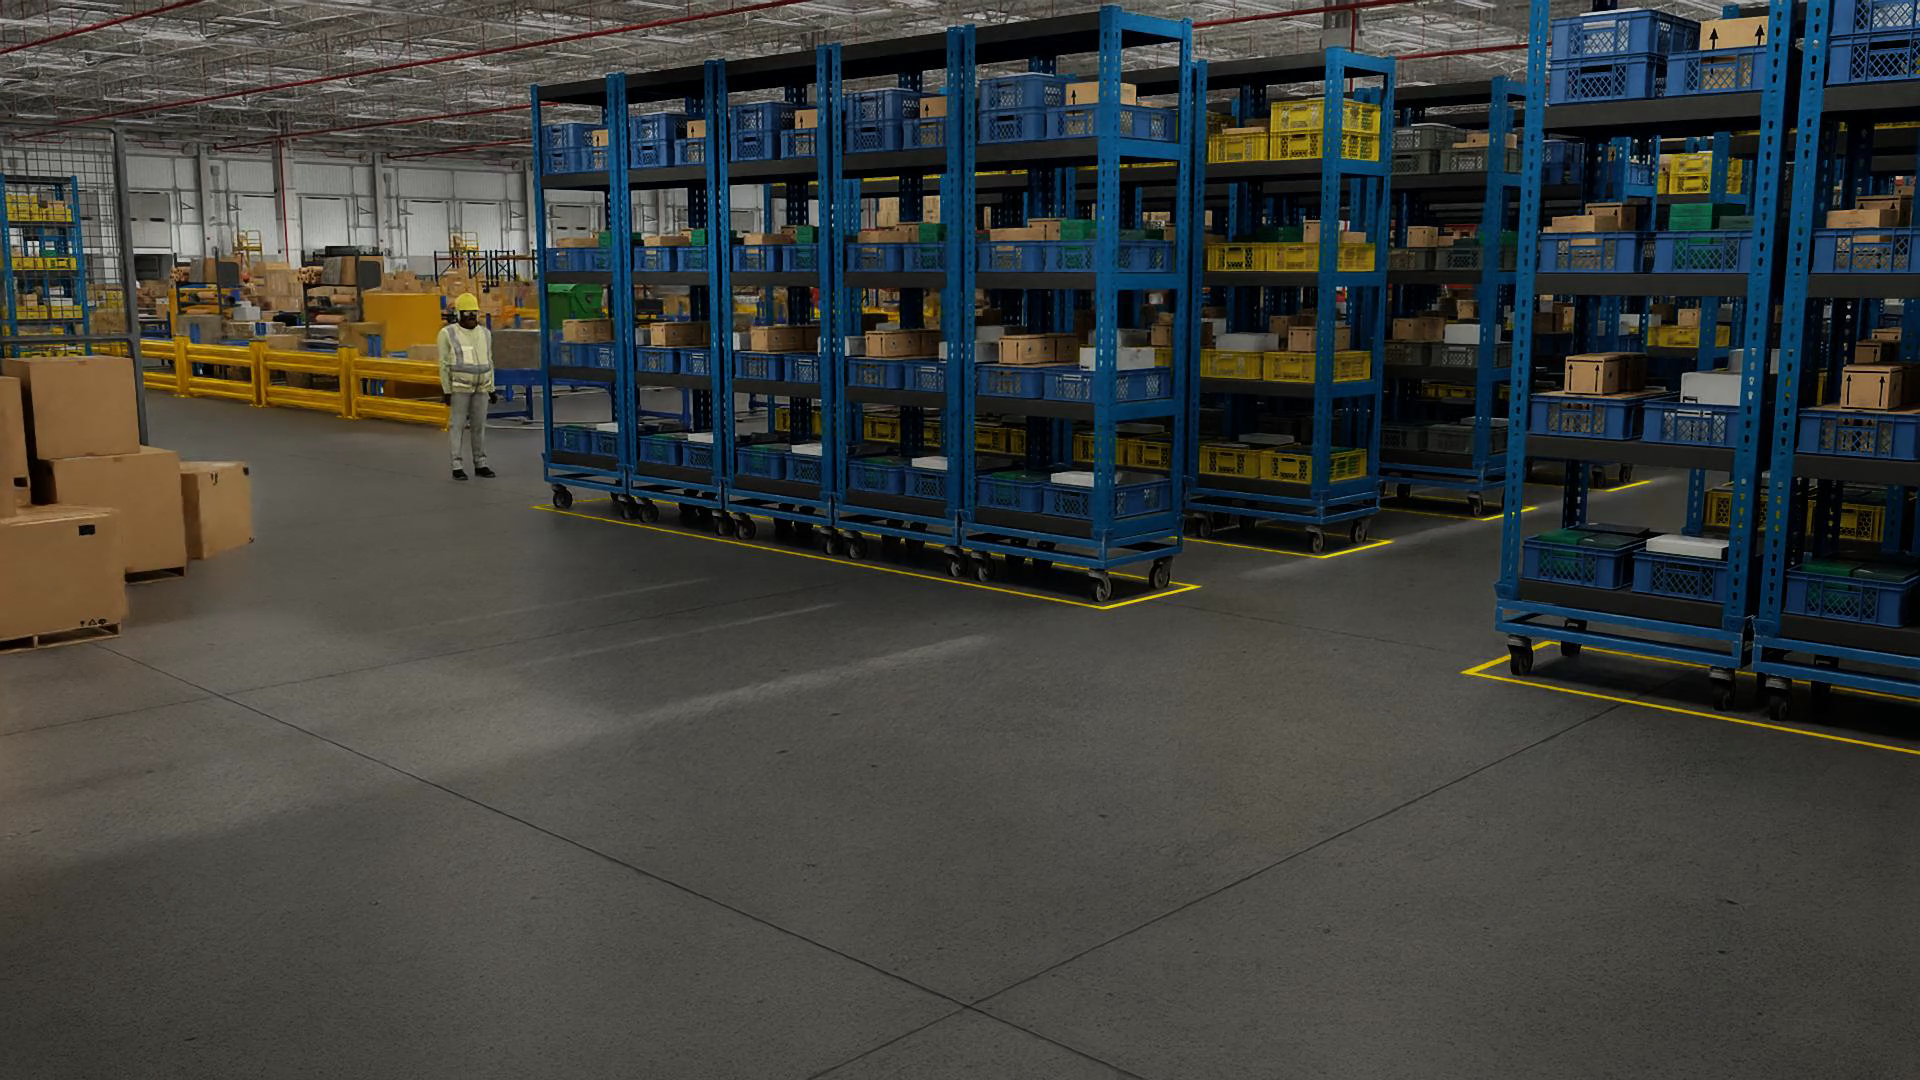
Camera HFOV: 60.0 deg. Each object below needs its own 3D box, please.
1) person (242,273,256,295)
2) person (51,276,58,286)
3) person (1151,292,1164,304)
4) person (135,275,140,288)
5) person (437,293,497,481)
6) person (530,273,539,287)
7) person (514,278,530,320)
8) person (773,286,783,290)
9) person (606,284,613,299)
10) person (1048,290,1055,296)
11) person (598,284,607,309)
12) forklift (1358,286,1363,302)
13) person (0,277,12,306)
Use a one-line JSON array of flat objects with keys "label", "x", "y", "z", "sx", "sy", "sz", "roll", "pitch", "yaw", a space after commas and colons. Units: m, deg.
[{"label": "person", "x": -25.850, "y": -8.730, "z": 60.432, "sx": 0.564, "sy": 1.918, "sz": 0.472, "roll": 5, "pitch": 11, "yaw": 29}, {"label": "person", "x": -40.083, "y": -10.890, "z": 73.901, "sx": 0.429, "sy": 1.839, "sz": 0.634, "roll": 9, "pitch": 13, "yaw": 43}, {"label": "person", "x": 6.278, "y": -7.352, "z": 52.384, "sx": 0.969, "sy": 1.778, "sz": 0.593, "roll": 7, "pitch": 12, "yaw": 37}, {"label": "person", "x": -32.685, "y": -9.619, "z": 65.841, "sx": 0.543, "sy": 1.927, "sz": 0.383, "roll": 7, "pitch": 11, "yaw": 35}, {"label": "person", "x": -4.831, "y": -1.507, "z": 16.385, "sx": 0.403, "sy": 1.835, "sz": 0.586, "roll": 9, "pitch": 13, "yaw": 43}, {"label": "person", "x": -20.761, "y": -12.128, "z": 81.425, "sx": 0.915, "sy": 1.857, "sz": 0.552, "roll": 7, "pitch": 12, "yaw": 37}, {"label": "person", "x": -15.732, "y": -8.557, "z": 59.897, "sx": 0.703, "sy": 1.731, "sz": 0.532, "roll": -6, "pitch": 11, "yaw": -30}, {"label": "person", "x": -7.441, "y": -9.974, "z": 68.043, "sx": 0.647, "sy": 1.928, "sz": 0.666, "roll": 3, "pitch": 10, "yaw": 16}, {"label": "person", "x": -13.888, "y": -9.606, "z": 66.093, "sx": 0.542, "sy": 1.820, "sz": 0.966, "roll": 5, "pitch": 11, "yaw": 28}, {"label": "person", "x": 3.118, "y": -7.864, "z": 55.912, "sx": 0.865, "sy": 1.646, "sz": 0.549, "roll": 6, "pitch": 11, "yaw": 35}, {"label": "person", "x": -11.706, "y": -7.536, "z": 53.666, "sx": 0.547, "sy": 1.717, "sz": 0.877, "roll": -7, "pitch": 12, "yaw": -38}, {"label": "forklift", "x": 11.100, "y": -7.017, "z": 46.970, "sx": 1.873, "sy": 2.768, "sz": 1.129, "roll": 9, "pitch": 13, "yaw": 43}, {"label": "person", "x": -37.785, "y": -9.593, "z": 65.769, "sx": 0.637, "sy": 1.909, "sz": 0.963, "roll": -1, "pitch": 9, "yaw": -8}]
